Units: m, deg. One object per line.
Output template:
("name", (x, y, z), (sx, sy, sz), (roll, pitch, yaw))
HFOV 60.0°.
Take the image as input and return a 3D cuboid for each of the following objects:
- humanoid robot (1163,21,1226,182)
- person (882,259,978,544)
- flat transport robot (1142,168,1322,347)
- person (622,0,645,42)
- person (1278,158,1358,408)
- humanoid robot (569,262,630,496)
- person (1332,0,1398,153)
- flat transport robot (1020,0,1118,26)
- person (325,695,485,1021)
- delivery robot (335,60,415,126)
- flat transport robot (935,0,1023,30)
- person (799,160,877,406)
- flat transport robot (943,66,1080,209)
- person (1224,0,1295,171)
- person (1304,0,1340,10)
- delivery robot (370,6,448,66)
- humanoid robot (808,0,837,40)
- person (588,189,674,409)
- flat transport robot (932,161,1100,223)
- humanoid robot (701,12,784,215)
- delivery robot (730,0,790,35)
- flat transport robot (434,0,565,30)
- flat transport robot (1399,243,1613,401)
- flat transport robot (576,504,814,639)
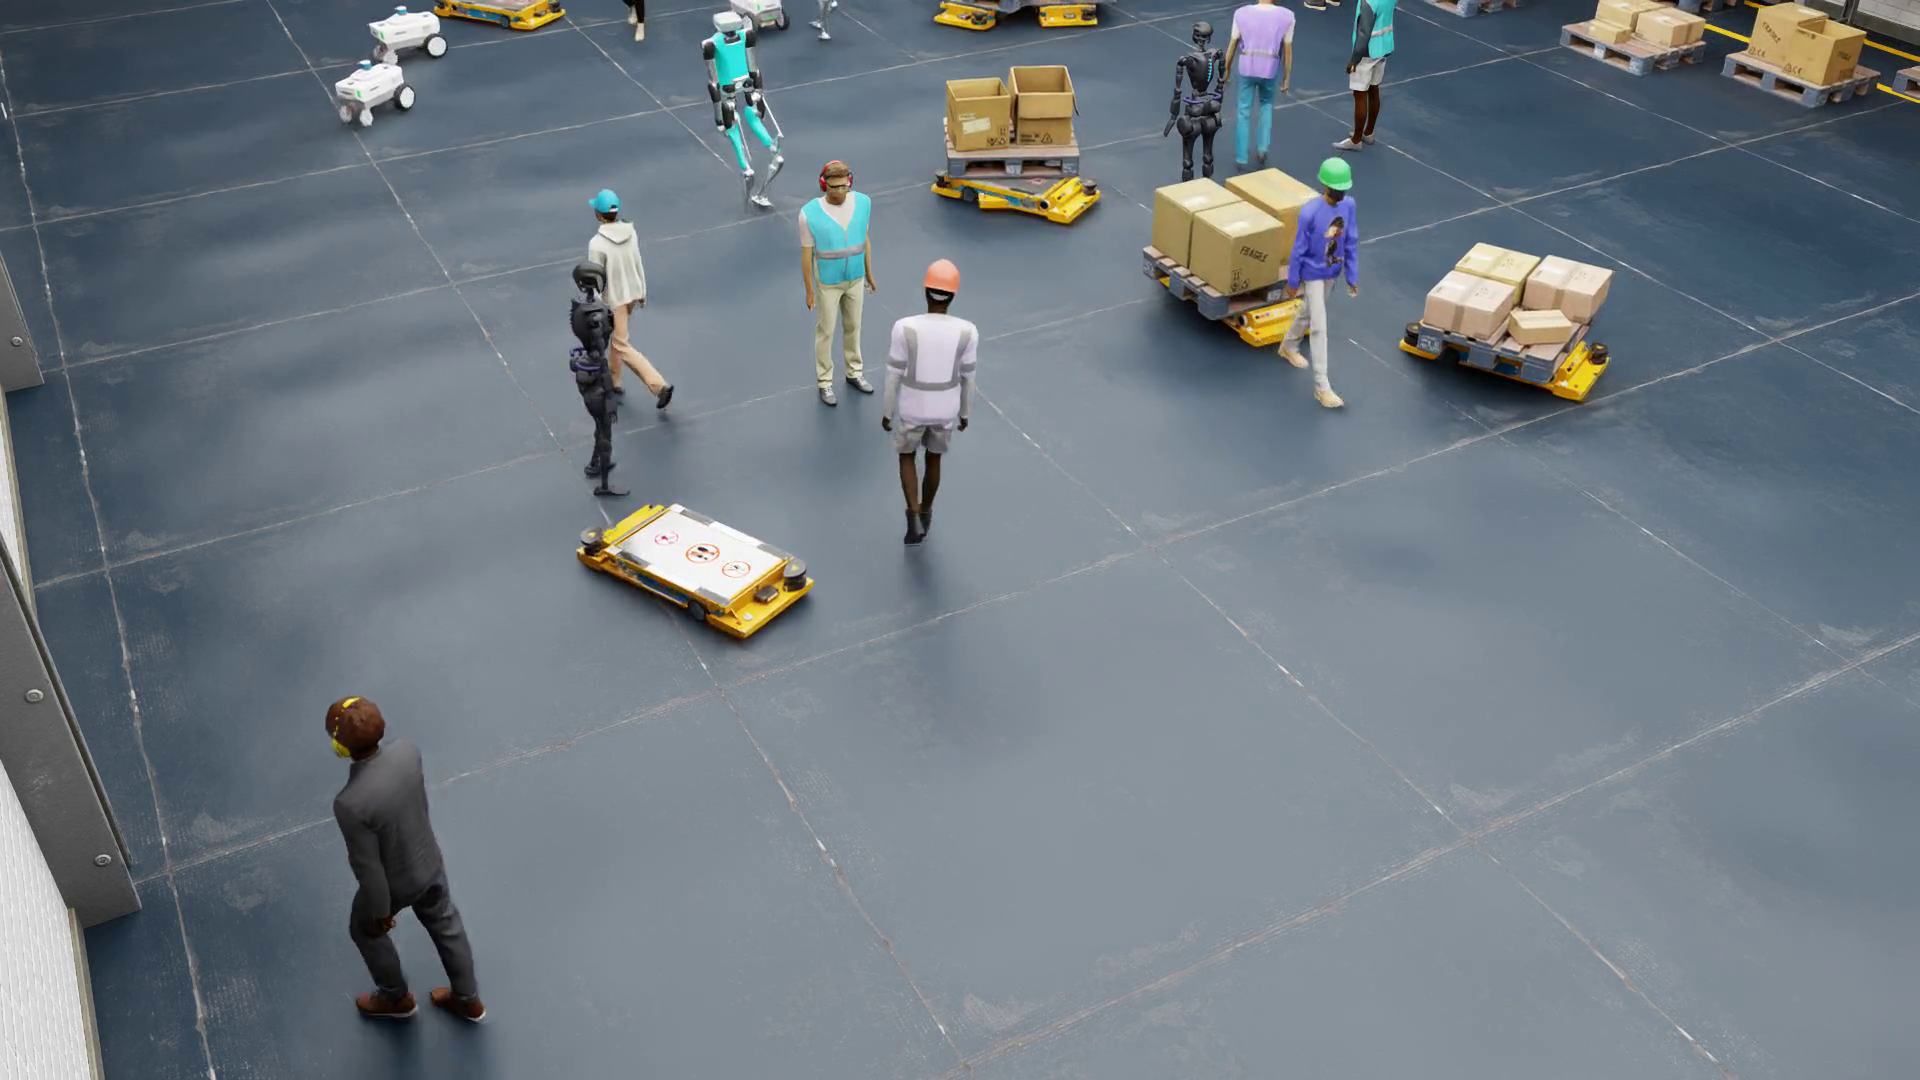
("humanoid robot", (2.130, -3.829, 14.943), (0.599, 1.657, 0.315), (-17, 39, -23))
("person", (-0.185, -0.819, 10.467), (0.597, 1.902, 0.584), (-4, 35, -6))
("flat transport robot", (2.259, -2.013, 13.590), (0.659, 0.231, 1.431), (-17, 39, -23))
("person", (-3.727, -6.553, 18.846), (0.537, 1.664, 0.582), (1, 35, 2))
("person", (2.637, -1.946, 12.156), (0.472, 1.830, 0.896), (-18, 39, -24))
("humanoid robot", (-2.409, -1.074, 11.019), (0.341, 1.645, 0.586), (-13, 37, -18))
("person", (3.937, -4.686, 15.957), (0.431, 1.934, 0.552), (27, 43, 33))
("flat transport robot", (1.199, -6.464, 19.945), (0.659, 0.231, 1.431), (-4, 35, -6))
("person", (-2.524, 1.421, 7.310), (0.730, 1.846, 0.522), (14, 37, 19))
("delivery robot", (-6.025, -4.616, 17.063), (0.499, 0.602, 0.795), (15, 38, 20))
("flat transport robot", (0.338, -6.405, 19.860), (0.659, 0.231, 1.431), (18, 39, 24))
("person", (-0.880, -1.879, 12.026), (0.571, 1.841, 0.375), (-21, 40, -27))
("flat transport robot", (0.476, -3.501, 15.714), (0.659, 0.231, 1.431), (-1, 35, -2))
("person", (2.798, -4.414, 15.657), (0.595, 1.821, 0.598), (4, 35, 5))
("person", (4.403, -7.280, 19.632), (0.600, 1.966, 0.368), (-23, 41, -29))
("delivery robot", (-6.138, -5.620, 18.507), (0.815, 0.614, 0.499), (-25, 42, -31))
("humanoid robot", (-1.532, -6.520, 18.761), (0.569, 1.775, 0.900), (-19, 39, -25))
("person", (-2.422, -1.715, 11.961), (0.768, 1.638, 0.474), (20, 40, 26))
("flat transport robot", (0.514, -3.264, 15.375), (1.431, 0.231, 0.659), (18, 39, 24))
("humanoid robot", (-1.862, -3.688, 14.797), (0.552, 1.896, 0.716), (-25, 42, -31))
("delivery robot", (-2.367, -6.210, 19.322), (0.499, 0.582, 0.764), (-22, 41, -28))
("flat transport robot", (-5.470, -6.317, 19.735), (1.431, 0.231, 0.659), (15, 38, 21))
("flat transport robot", (4.191, -1.473, 12.819), (1.431, 0.231, 0.659), (21, 40, 27))
("flat transport robot", (-1.684, 0.150, 10.501), (1.431, 0.231, 0.659), (22, 41, 28))
